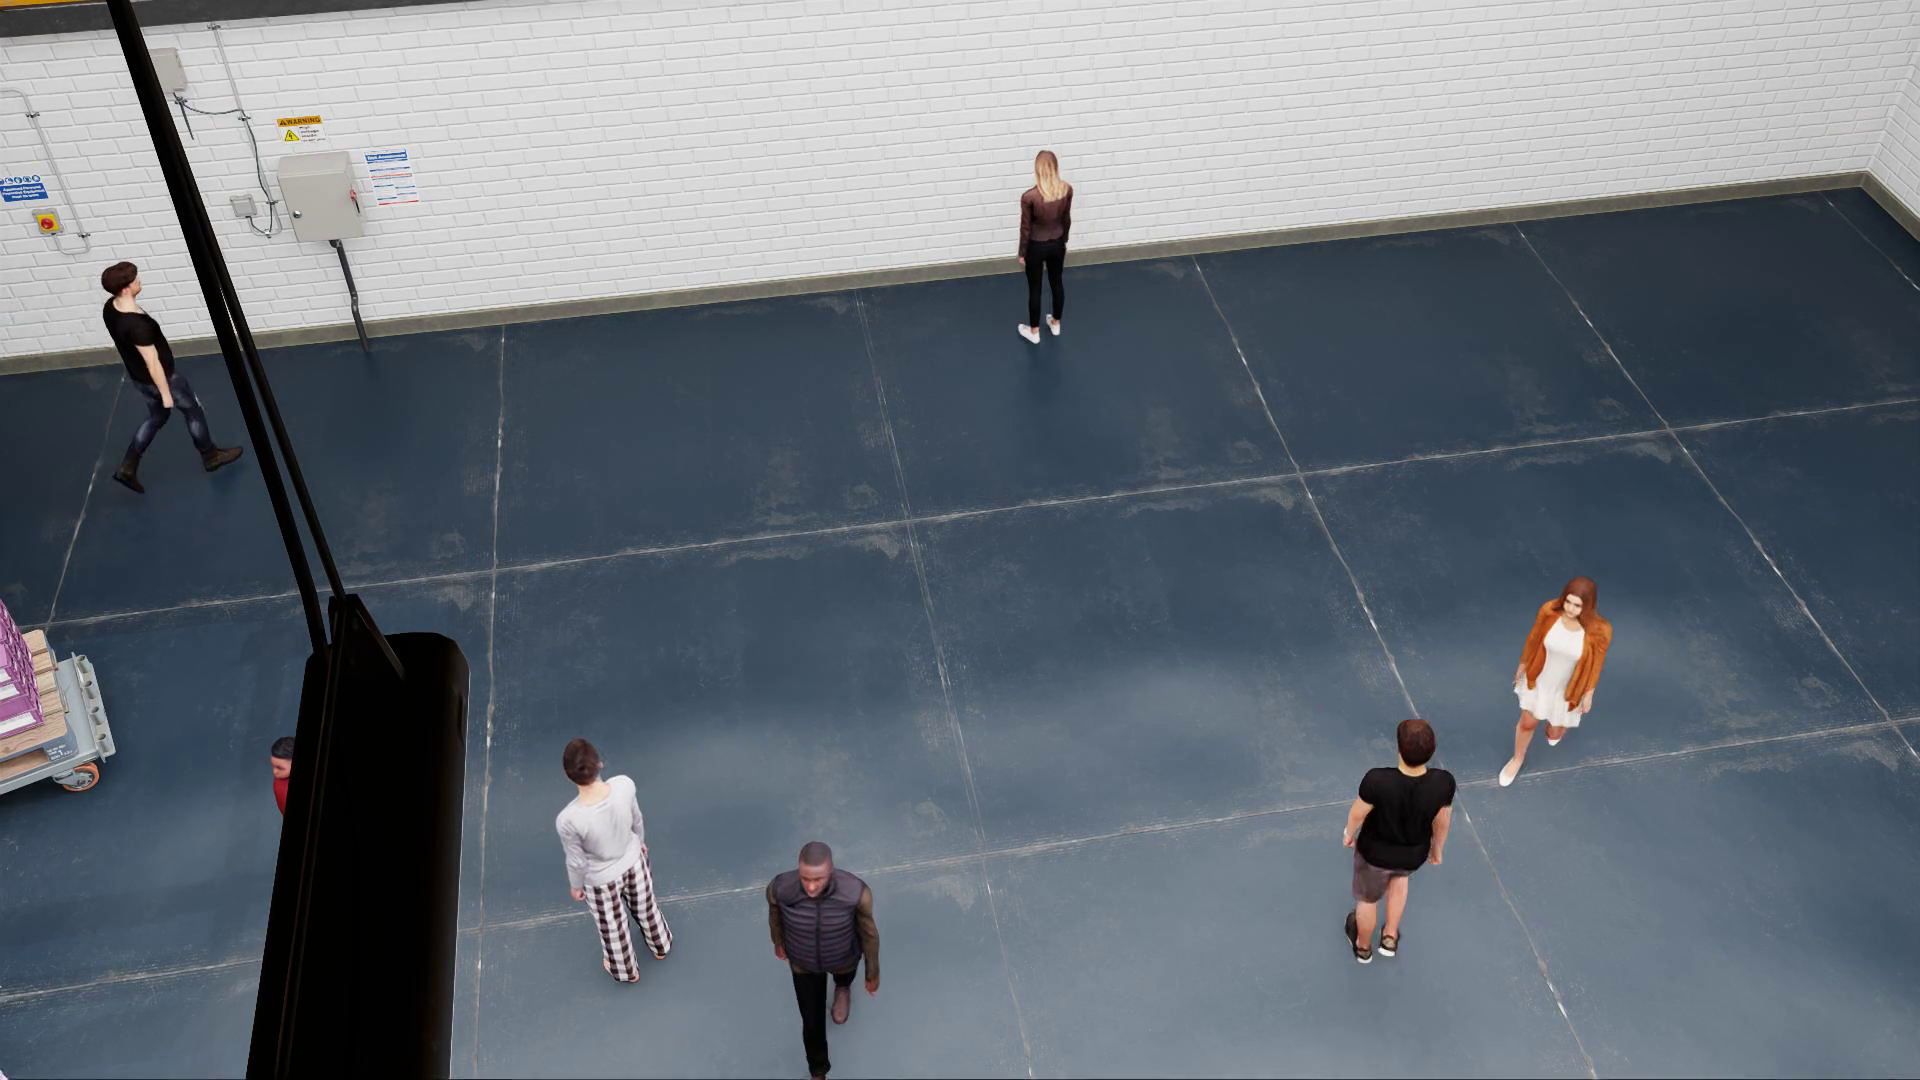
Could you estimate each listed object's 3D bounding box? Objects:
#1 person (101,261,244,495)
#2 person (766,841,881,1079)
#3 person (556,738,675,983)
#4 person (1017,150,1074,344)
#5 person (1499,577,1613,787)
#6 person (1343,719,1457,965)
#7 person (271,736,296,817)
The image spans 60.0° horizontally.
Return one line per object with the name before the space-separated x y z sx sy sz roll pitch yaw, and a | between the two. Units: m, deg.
person | -5.809 -1.116 11.829 1.156 1.865 1.179 30 51 28
person | -0.668 2.064 8.546 0.882 1.790 1.218 2 44 2
person | -1.857 1.727 8.859 0.714 1.846 0.734 -34 53 -31
person | 0.678 -2.328 13.218 0.657 1.705 0.601 -19 47 -19
person | 3.593 0.793 9.943 0.889 1.703 0.953 25 49 24
person | 2.326 1.705 8.876 0.726 1.854 0.685 1 44 1
person | -3.680 1.549 9.474 0.578 1.255 0.630 22 48 22
